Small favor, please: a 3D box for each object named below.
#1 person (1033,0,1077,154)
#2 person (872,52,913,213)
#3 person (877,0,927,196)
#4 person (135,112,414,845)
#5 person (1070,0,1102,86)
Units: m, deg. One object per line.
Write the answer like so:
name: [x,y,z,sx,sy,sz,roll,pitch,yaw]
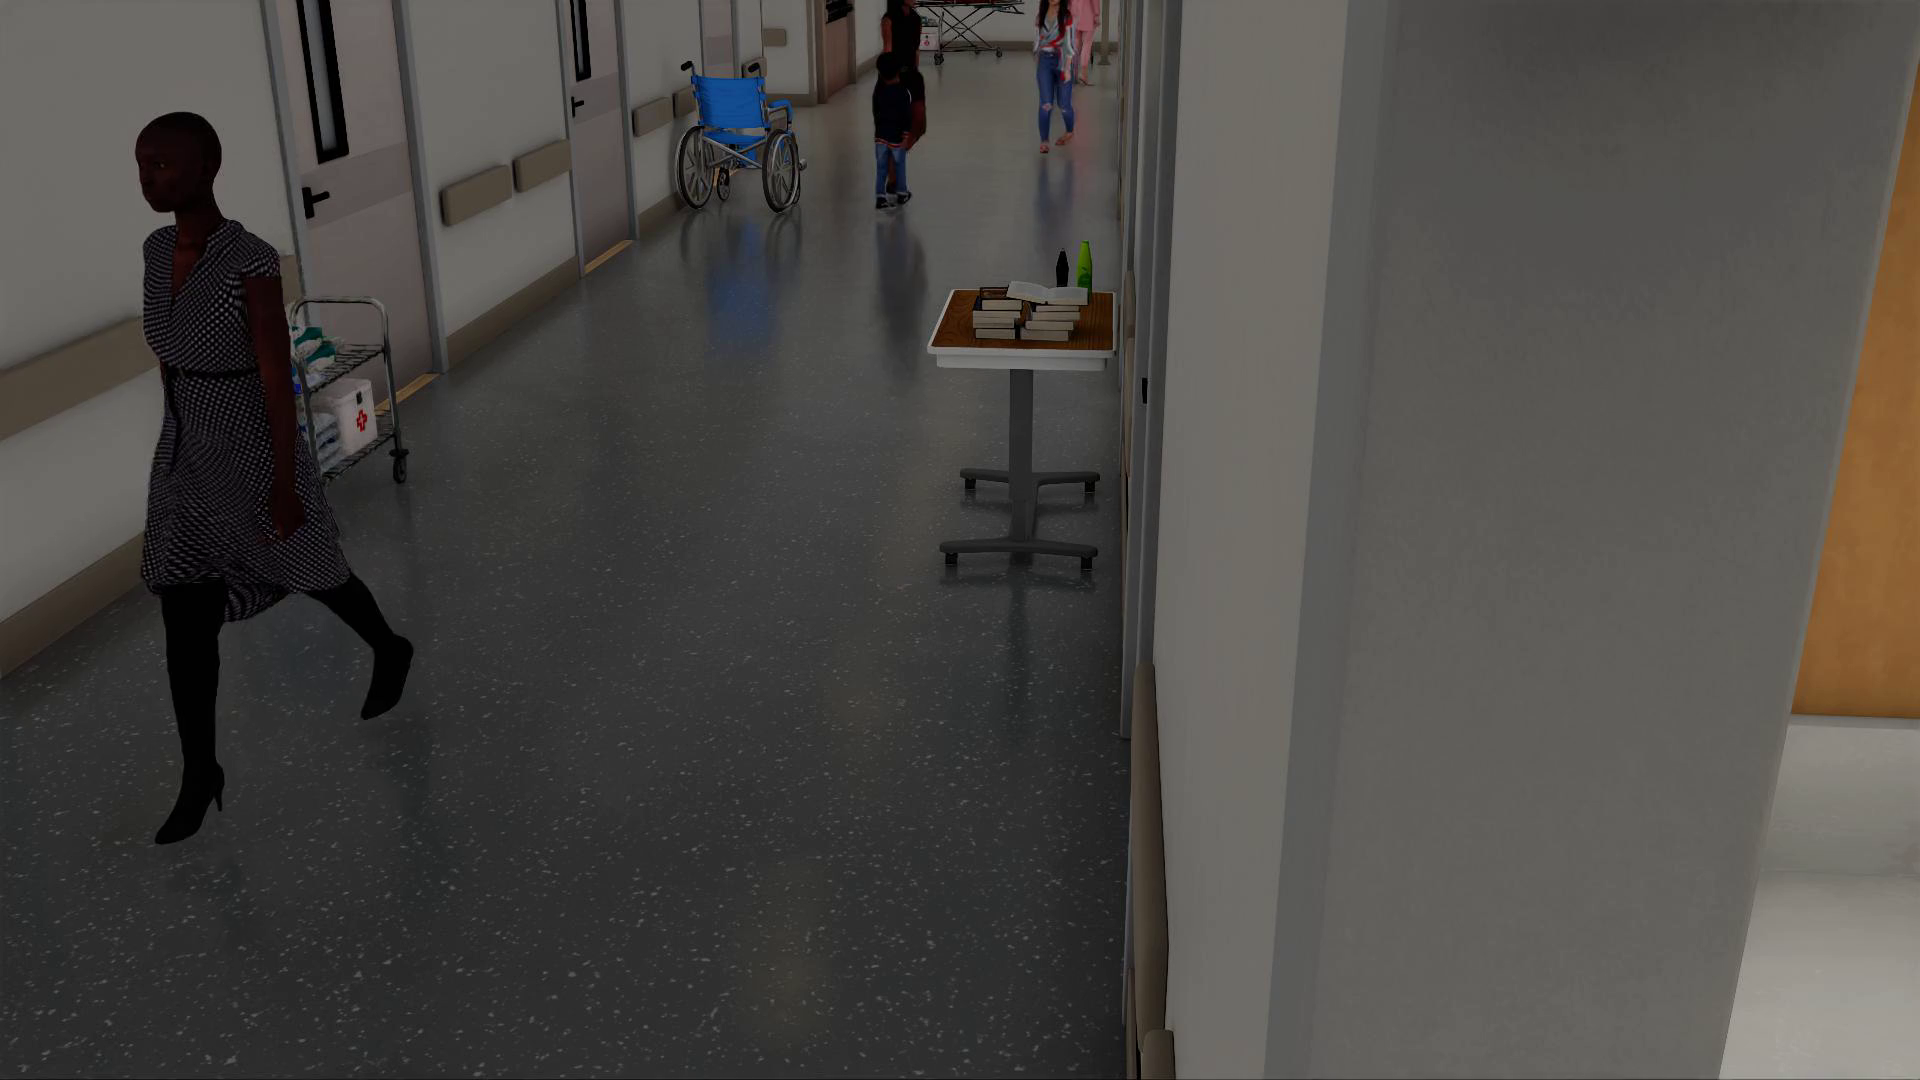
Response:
person: [0.941,-4.544,16.048,0.751,1.583,1.050,9,23,23]
person: [-0.554,-3.124,12.861,0.672,1.183,0.850,12,24,29]
person: [-0.552,-3.704,13.629,0.765,1.723,0.824,-17,26,-37]
person: [-1.766,-0.173,4.279,0.862,1.744,1.225,8,22,20]
person: [1.647,-7.050,22.355,0.740,1.802,0.701,-18,27,-39]
